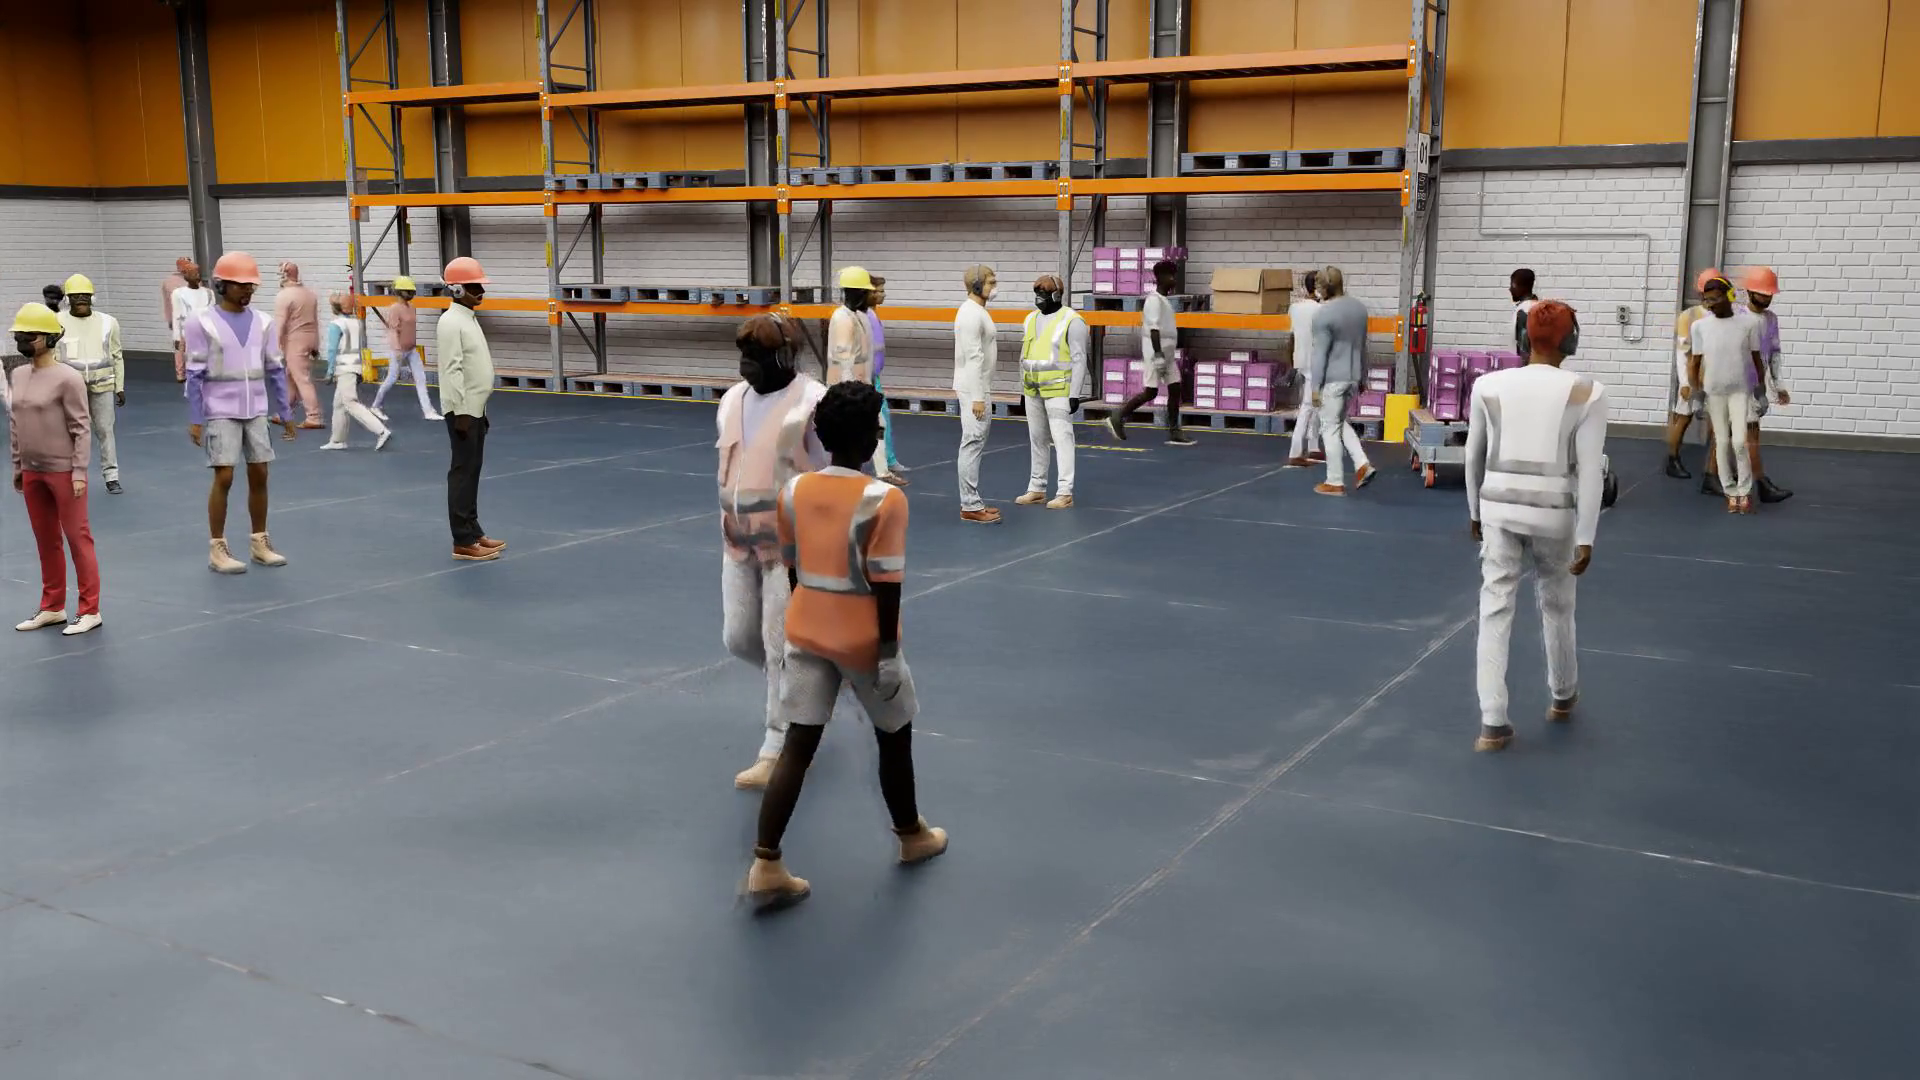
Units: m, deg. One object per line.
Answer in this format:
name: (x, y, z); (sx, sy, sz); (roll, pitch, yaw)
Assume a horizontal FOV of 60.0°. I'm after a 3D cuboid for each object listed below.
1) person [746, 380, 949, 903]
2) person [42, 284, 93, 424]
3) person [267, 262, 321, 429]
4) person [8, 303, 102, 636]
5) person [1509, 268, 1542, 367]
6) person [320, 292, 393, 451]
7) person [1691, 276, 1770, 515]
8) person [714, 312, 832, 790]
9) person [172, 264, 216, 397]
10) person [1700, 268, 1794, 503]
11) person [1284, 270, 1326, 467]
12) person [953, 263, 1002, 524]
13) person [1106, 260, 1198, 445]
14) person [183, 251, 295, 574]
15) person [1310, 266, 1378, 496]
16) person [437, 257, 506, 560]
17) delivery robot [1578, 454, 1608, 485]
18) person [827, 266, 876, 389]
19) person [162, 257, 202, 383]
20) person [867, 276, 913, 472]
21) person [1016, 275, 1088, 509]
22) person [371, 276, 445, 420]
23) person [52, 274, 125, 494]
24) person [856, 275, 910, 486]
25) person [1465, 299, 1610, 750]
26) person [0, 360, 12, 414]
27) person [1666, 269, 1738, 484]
person: (-0.380, 0.318, 5.300); (0.543, 1.653, 0.862); (7, 12, 35)
person: (-10.210, -2.067, 18.815); (0.577, 1.631, 0.864); (2, 10, 8)
person: (-7.648, -2.186, 18.825); (0.878, 1.872, 0.673); (1, 10, 8)
person: (-4.860, -0.373, 8.877); (0.525, 1.771, 0.312); (4, 11, 21)
person: (5.549, -1.688, 16.044); (0.978, 1.871, 0.645); (7, 12, 36)
person: (-6.127, -1.689, 16.774); (0.769, 1.613, 0.513); (0, 10, 2)
person: (5.946, -1.112, 12.874); (0.604, 1.827, 0.555); (5, 11, 25)
person: (-0.679, 0.022, 6.500); (0.631, 1.827, 0.631); (7, 12, 36)
person: (-10.114, -2.730, 22.041); (0.965, 1.840, 0.587); (7, 12, 34)
person: (6.451, -1.245, 13.480); (0.546, 1.881, 0.907); (-6, 12, -32)
person: (3.375, -1.598, 15.614); (0.741, 1.844, 0.520); (-4, 11, -21)
person: (0.133, -1.094, 12.481); (0.372, 1.940, 0.630); (0, 10, 1)
person: (2.016, -1.949, 17.341); (0.874, 1.937, 0.608); (5, 11, 25)
person: (-4.599, -0.814, 10.629); (0.398, 2.034, 0.627); (8, 13, 37)
person: (3.113, -1.293, 13.694); (0.683, 1.907, 0.469); (-8, 13, -39)
person: (-3.266, -0.871, 11.056); (0.376, 1.995, 0.608); (-1, 10, -5)
delivery robot: (4.996, -0.633, 13.520); (0.477, 0.478, 0.707); (1, 10, 3)
person: (-0.867, -1.248, 13.422); (0.410, 1.908, 0.616); (0, 10, -1)
person: (-11.727, -3.336, 25.270); (0.651, 1.903, 0.403); (1, 10, 8)
person: (-0.914, -1.513, 15.233); (0.886, 1.814, 0.577); (1, 10, 4)
person: (0.701, -1.167, 13.169); (0.429, 1.842, 0.633); (-10, 14, -44)
person: (-6.640, -2.273, 19.759); (0.906, 1.724, 0.542); (3, 10, 14)
person: (-7.261, -1.280, 13.822); (0.595, 1.837, 0.404); (-6, 12, -31)
person: (-0.900, -1.367, 14.313); (0.857, 1.847, 0.516); (-1, 10, -8)
person: (2.424, -0.086, 7.042); (0.588, 1.836, 0.944); (6, 11, 29)
person: (-10.305, -1.945, 17.519); (0.956, 1.860, 0.706); (2, 10, 9)
person: (6.514, -1.420, 14.518); (0.589, 1.868, 1.024); (-1, 10, -5)
